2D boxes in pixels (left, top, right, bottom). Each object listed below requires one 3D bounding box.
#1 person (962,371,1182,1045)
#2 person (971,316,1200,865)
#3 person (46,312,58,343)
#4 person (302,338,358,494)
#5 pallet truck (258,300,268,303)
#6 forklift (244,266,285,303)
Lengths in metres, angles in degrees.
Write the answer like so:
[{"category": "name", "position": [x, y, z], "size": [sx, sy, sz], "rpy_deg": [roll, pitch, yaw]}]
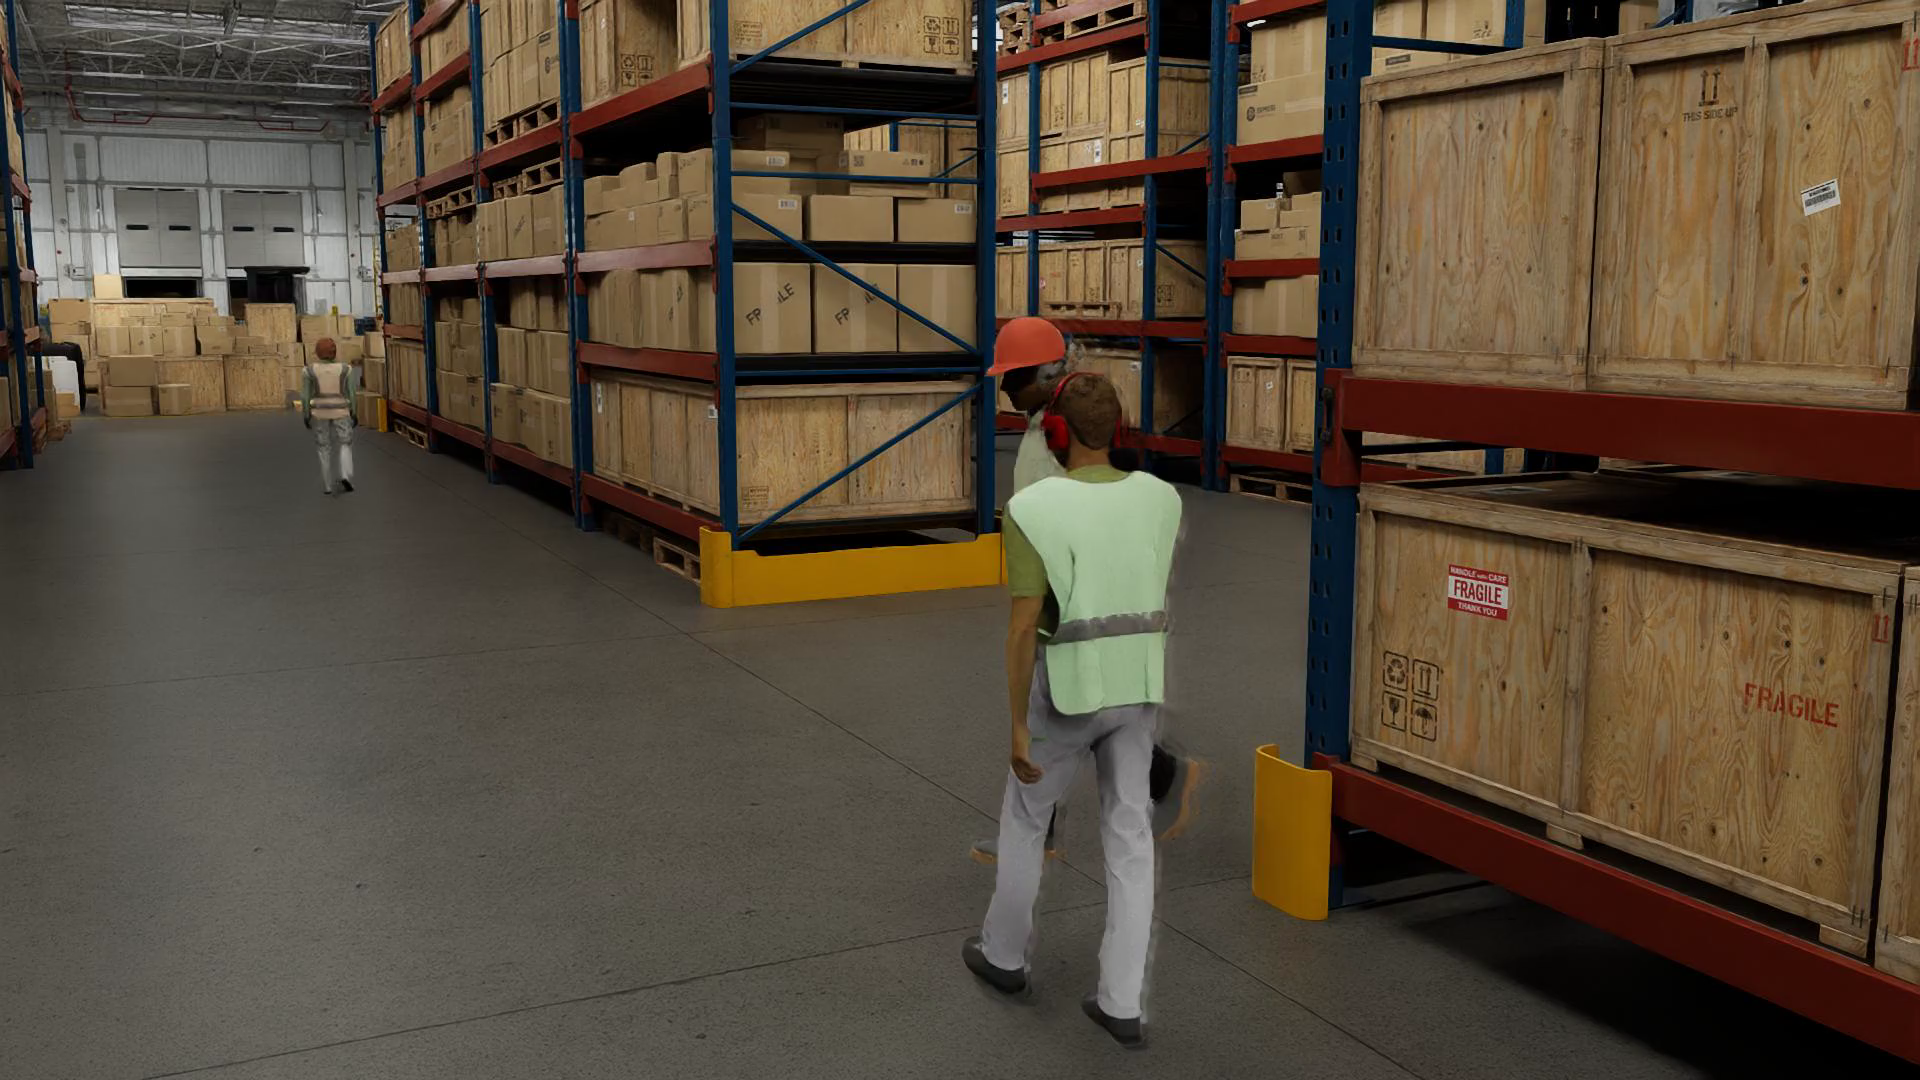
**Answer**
[{"category": "person", "position": [0.312, 0.439, 4.699], "size": [0.569, 1.814, 0.806], "rpy_deg": [-3, 9, -23]}, {"category": "person", "position": [0.436, 0.195, 5.912], "size": [0.738, 1.963, 0.654], "rpy_deg": [-2, 8, -14]}, {"category": "person", "position": [-27.588, -6.273, 50.632], "size": [0.430, 1.925, 0.635], "rpy_deg": [-4, 9, -28]}, {"category": "person", "position": [-6.495, -1.273, 17.160], "size": [0.530, 1.624, 0.450], "rpy_deg": [-4, 9, -23]}, {"category": "pallet truck", "position": [-23.913, -7.404, 58.171], "size": [1.885, 1.965, 0.823], "rpy_deg": [-1, 8, -9]}, {"category": "forklift", "position": [-17.121, -5.368, 41.102], "size": [1.873, 2.768, 1.129], "rpy_deg": [5, 10, 30]}]
